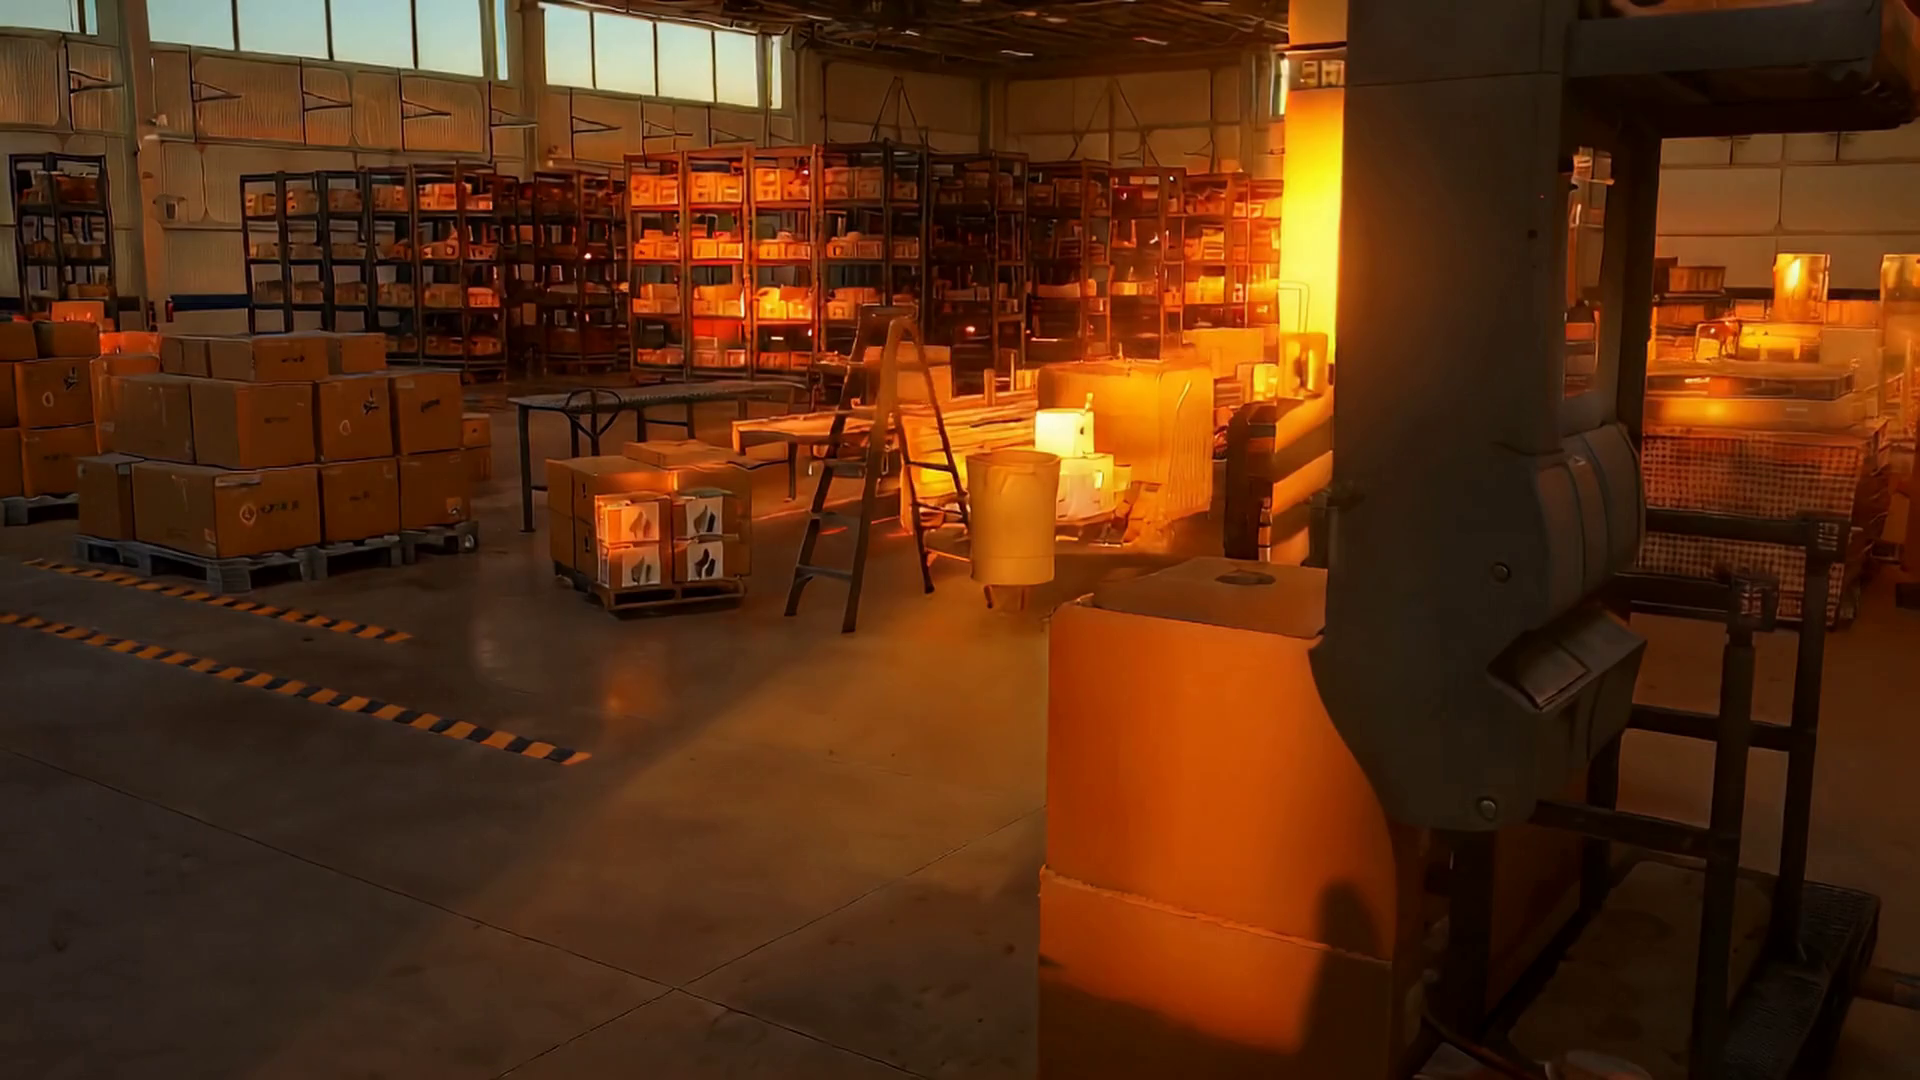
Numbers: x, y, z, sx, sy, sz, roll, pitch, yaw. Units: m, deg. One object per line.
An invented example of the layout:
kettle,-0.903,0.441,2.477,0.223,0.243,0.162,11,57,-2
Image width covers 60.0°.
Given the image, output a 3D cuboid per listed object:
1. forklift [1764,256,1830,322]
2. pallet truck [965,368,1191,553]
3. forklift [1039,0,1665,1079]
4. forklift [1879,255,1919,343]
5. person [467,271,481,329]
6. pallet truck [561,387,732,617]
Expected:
forklift,20.253,-5.854,40.139,1.157,1.987,2.680,7,12,35
pallet truck,0.845,-0.609,11.869,1.630,1.274,0.653,7,12,35
forklift,1.249,-0.137,4.360,1.873,2.768,1.129,7,12,35
forklift,22.089,-5.634,38.796,1.157,1.987,2.680,6,11,33
person,-10.567,-4.988,36.446,0.915,1.812,0.578,-9,13,-43
pallet truck,-1.981,-0.274,10.088,0.680,1.201,1.601,-5,11,-28
